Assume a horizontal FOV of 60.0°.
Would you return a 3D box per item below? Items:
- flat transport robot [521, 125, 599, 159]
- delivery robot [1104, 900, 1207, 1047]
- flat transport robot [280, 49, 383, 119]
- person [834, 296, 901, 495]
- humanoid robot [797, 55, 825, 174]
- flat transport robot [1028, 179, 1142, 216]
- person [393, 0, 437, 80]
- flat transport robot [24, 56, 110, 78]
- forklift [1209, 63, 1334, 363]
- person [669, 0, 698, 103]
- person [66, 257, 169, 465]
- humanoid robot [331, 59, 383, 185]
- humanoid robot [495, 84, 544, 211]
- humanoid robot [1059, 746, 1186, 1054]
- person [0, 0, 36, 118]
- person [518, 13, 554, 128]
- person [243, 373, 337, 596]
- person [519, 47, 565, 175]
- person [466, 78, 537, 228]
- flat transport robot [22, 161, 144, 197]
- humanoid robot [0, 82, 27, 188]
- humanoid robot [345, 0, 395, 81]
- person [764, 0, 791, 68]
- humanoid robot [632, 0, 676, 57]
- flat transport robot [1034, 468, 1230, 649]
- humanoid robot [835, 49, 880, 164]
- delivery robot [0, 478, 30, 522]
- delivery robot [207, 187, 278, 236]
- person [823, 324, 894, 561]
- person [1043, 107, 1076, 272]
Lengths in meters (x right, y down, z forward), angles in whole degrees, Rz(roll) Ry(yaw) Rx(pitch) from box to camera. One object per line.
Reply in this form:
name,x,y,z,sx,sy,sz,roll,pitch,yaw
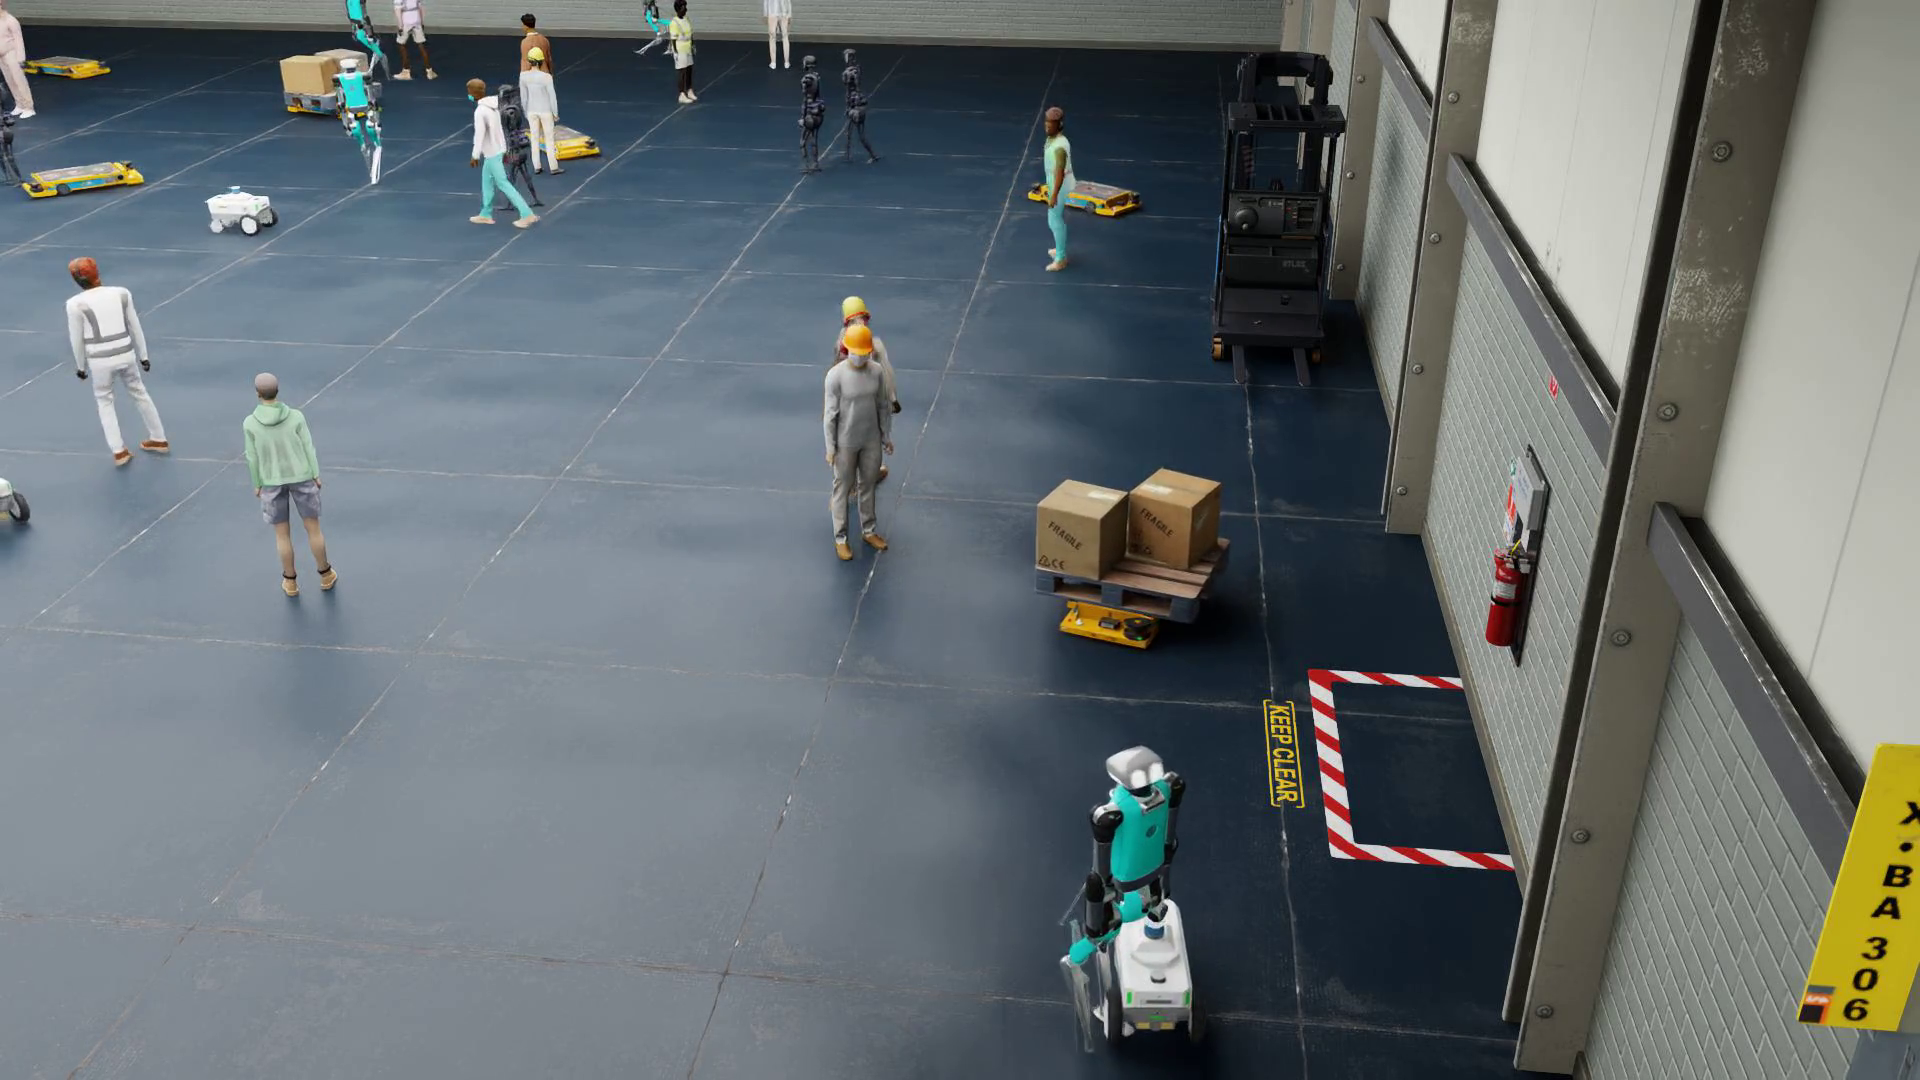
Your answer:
flat transport robot,-6.079,-6.030,25.176,0.659,0.231,1.431,-18,32,-32
delivery robot,0.976,2.189,8.451,0.499,0.596,0.775,0,27,1
flat transport robot,-10.326,-7.147,27.406,1.431,0.231,0.659,12,29,23
person,-0.792,-1.199,13.900,0.565,1.722,0.708,15,30,28
humanoid robot,-2.121,-6.058,23.650,0.357,1.649,0.609,9,28,17
flat transport robot,1.681,-4.618,22.358,1.431,0.231,0.659,21,33,35
person,-9.825,-9.205,29.604,0.624,2.006,0.664,17,31,30
flat transport robot,-16.306,-8.621,30.348,1.431,0.231,0.659,11,29,21
forklift,3.241,-3.477,17.183,1.129,2.768,1.873,3,27,6
person,-4.660,-8.235,27.988,0.355,1.687,0.536,9,28,16
person,-7.363,-1.558,14.480,0.381,1.865,0.591,17,31,30
humanoid robot,-8.295,-5.800,23.178,0.553,1.879,0.816,-3,27,-7
humanoid robot,-5.900,-5.177,21.926,0.678,1.630,0.609,-9,28,-18
humanoid robot,0.691,1.709,8.093,0.537,1.804,0.670,-19,32,-33
person,-15.407,-7.815,26.919,0.651,1.906,0.405,13,30,25
person,-6.523,-7.177,25.696,0.384,1.852,0.801,11,29,20
person,-4.974,-0.405,12.304,0.469,1.742,0.345,-10,28,-19
person,-5.947,-6.082,23.609,0.532,1.766,0.324,6,27,12
person,-5.898,-4.926,21.184,0.904,1.878,0.512,2,27,3
flat transport robot,-12.230,-5.028,23.175,1.431,0.231,0.659,-19,32,-33
humanoid robot,-13.246,-5.682,22.912,0.418,1.653,0.589,-17,31,-30
humanoid robot,-10.411,-8.965,29.506,0.557,1.889,0.779,17,31,30
person,-3.345,-9.642,30.610,0.503,1.869,0.404,-6,27,-13
humanoid robot,-5.716,-9.934,31.328,1.039,1.734,0.554,-14,30,-26
flat transport robot,1.298,0.360,12.419,0.659,0.231,1.431,11,29,21
humanoid robot,-1.530,-6.277,24.147,0.639,1.650,0.619,-8,28,-15
delivery robot,-8.034,-0.377,13.543,0.747,0.568,0.499,17,31,30
delivery robot,-9.174,-4.202,21.199,0.785,0.587,0.499,4,27,8
person,-0.790,-0.770,12.870,0.570,1.890,0.375,-16,31,-28
person,1.145,-4.162,19.580,0.428,1.945,0.708,-3,27,-6
